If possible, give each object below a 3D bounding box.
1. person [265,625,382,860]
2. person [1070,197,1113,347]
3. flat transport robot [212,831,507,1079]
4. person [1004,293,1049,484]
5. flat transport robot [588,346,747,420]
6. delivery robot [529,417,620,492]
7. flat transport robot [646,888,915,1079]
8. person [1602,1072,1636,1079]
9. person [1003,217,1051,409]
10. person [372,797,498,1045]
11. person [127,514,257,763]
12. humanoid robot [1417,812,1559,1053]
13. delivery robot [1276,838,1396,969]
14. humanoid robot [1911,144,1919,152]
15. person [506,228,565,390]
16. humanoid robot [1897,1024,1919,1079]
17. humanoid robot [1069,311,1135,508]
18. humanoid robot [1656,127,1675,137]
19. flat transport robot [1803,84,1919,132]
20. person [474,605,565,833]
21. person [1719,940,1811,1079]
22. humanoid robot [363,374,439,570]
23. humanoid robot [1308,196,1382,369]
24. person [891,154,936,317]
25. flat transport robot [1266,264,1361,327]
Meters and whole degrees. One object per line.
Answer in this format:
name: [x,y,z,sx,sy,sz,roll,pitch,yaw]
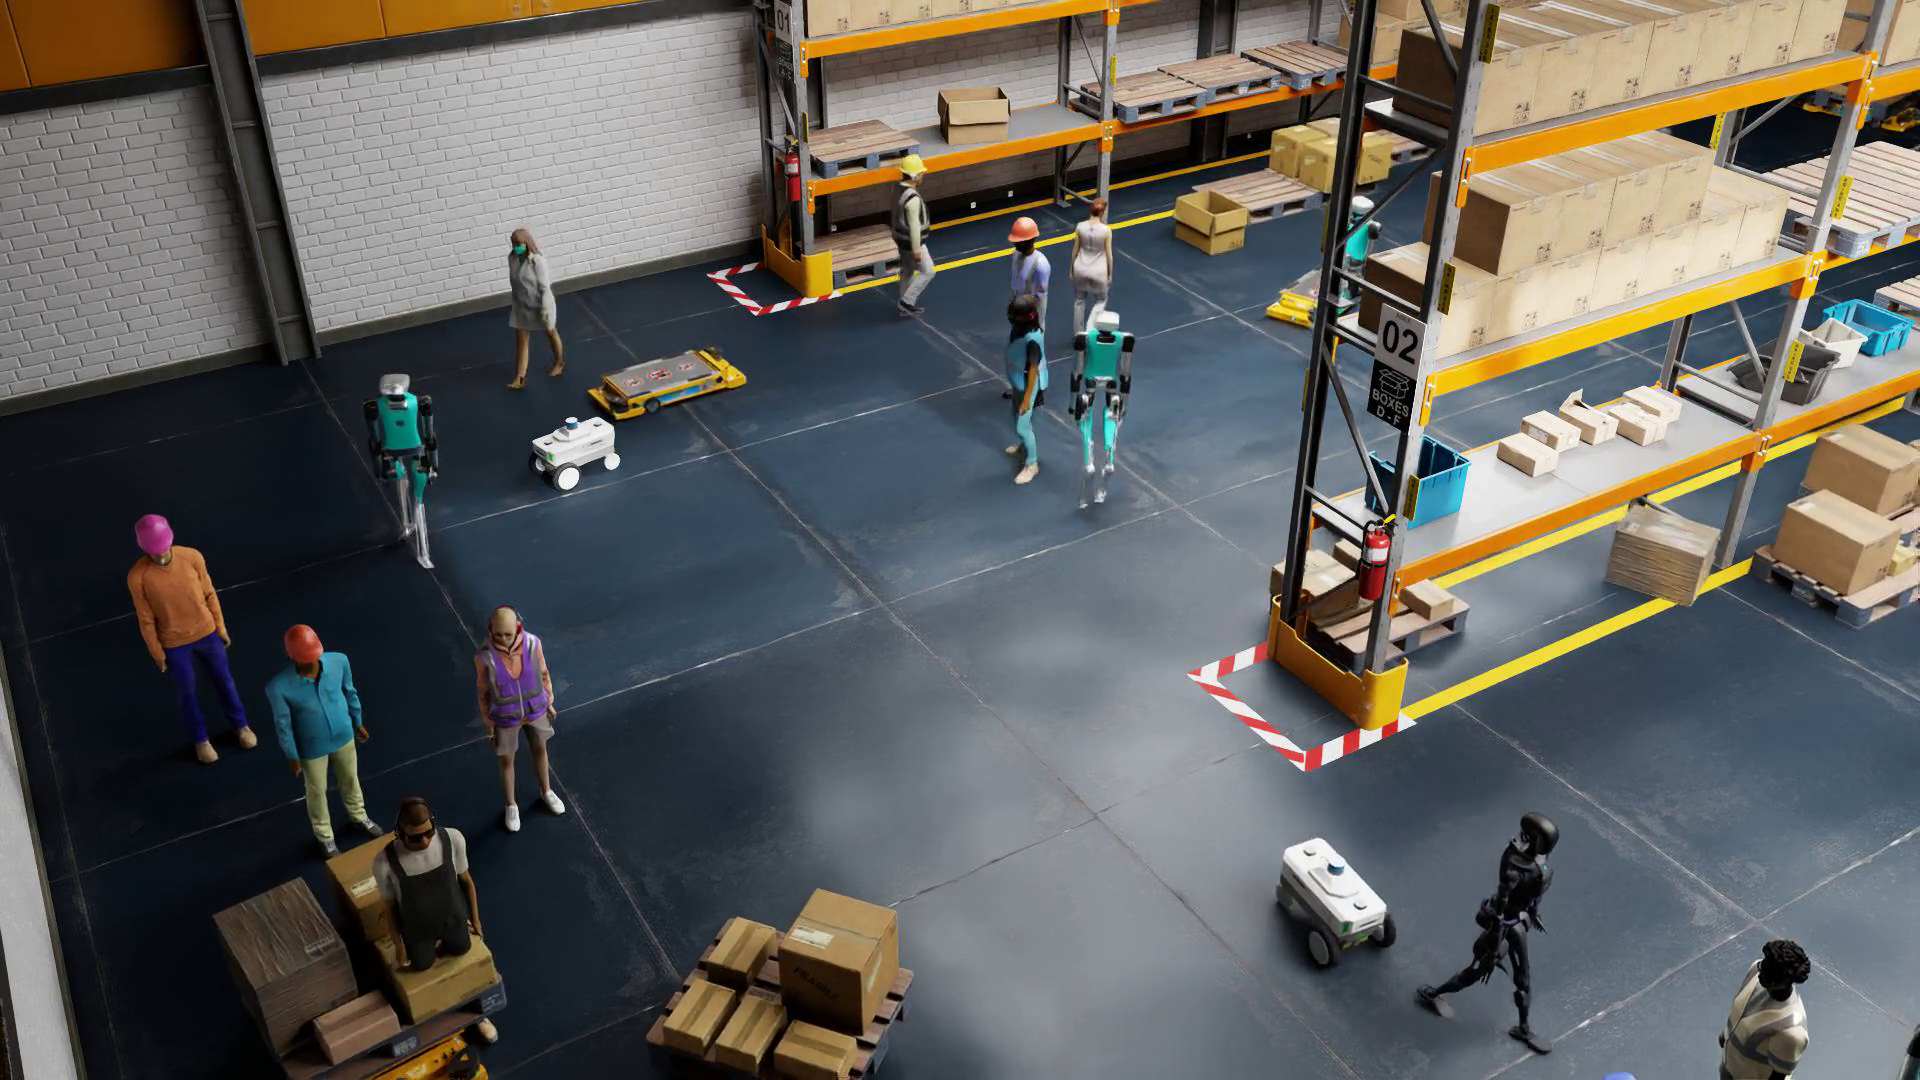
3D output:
person: [-4.062,1.269,10.662,0.340,1.750,0.563,26,41,35]
person: [1.328,-2.729,17.133,0.479,1.641,0.477,11,34,17]
flat transport robot: [-3.353,2.790,9.634,0.659,0.231,1.431,-23,39,-32]
person: [0.546,-1.408,14.856,0.398,1.845,0.698,-9,33,-13]
flat transport robot: [-2.918,-1.572,16.590,1.431,0.231,0.659,-20,37,-29]
delivery robot: [-3.524,-0.812,15.124,0.788,0.610,0.499,-26,40,-35]
flat transport robot: [-1.032,2.932,9.408,0.659,0.231,1.431,12,34,18]
person: [2.854,3.141,7.709,0.759,1.724,0.503,-24,39,-33]
person: [0.629,-2.190,16.019,0.384,1.929,0.543,-17,36,-25]
person: [-2.901,2.139,9.203,0.499,1.839,0.343,-18,36,-27]
person: [-5.312,0.661,11.430,0.520,1.972,0.405,-24,39,-33]
humanoid robot: [3.074,2.164,9.354,0.782,1.628,0.609,26,41,35]
delivery robot: [2.301,2.208,10.286,0.499,0.587,0.787,-14,35,-21]
humanoid robot: [13.169,-5.795,21.987,1.015,1.756,0.541,12,34,18]
person: [-4.255,-2.267,16.419,0.503,1.619,0.839,9,33,14]
humanoid robot: [4.552,3.074,7.829,0.575,1.806,0.827,14,35,22]
humanoid robot: [1.228,-1.043,14.383,0.552,1.793,0.741,-2,32,-3]
humanoid robot: [7.828,-3.921,19.010,0.372,1.637,0.610,17,36,26]
flat transport robot: [13.007,-6.184,23.945,0.659,0.231,1.431,-26,40,-35]
person: [-2.892,1.144,10.920,0.481,1.690,0.349,-17,36,-25]
person: [4.036,2.677,8.479,0.320,1.693,0.535,2,32,2]
humanoid robot: [-4.574,-0.662,13.777,0.571,1.768,0.888,-10,33,-15]
humanoid robot: [3.784,-2.542,16.763,0.664,1.796,0.541,-21,38,-30]
person: [-0.506,-3.228,17.772,0.439,1.816,0.611,-11,34,-17]
flat transport robot: [4.034,-2.715,18.414,0.659,0.231,1.431,22,38,31]
